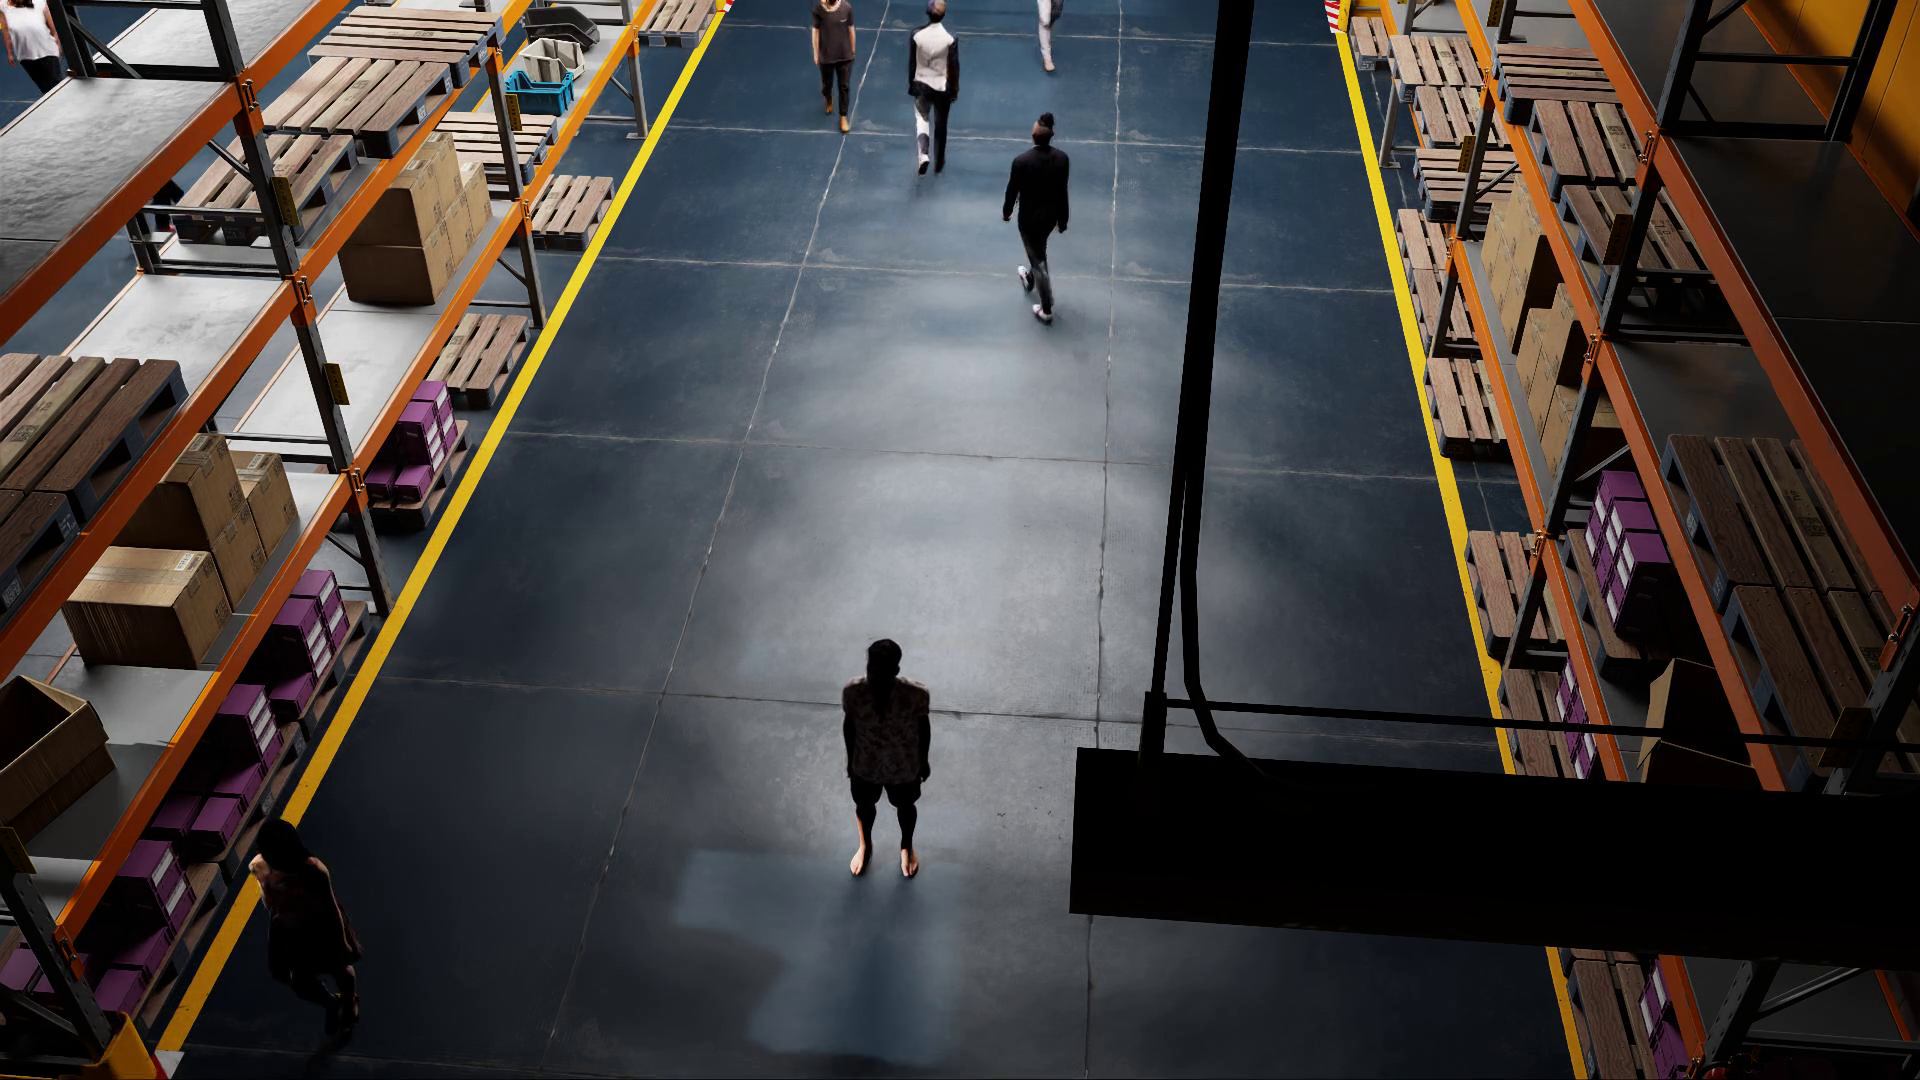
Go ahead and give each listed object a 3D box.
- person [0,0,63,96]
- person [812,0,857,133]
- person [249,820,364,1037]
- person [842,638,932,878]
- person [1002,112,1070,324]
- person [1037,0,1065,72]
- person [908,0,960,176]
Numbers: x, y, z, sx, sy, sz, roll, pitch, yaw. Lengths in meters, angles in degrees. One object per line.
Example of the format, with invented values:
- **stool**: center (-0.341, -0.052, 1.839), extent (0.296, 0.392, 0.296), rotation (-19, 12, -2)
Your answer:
- **person**: center (-10.104, -5.362, 18.217), extent (0.876, 1.649, 1.154), rotation (-7, 39, -9)
- **person**: center (-1.367, -5.350, 18.163), extent (0.739, 1.699, 0.931), rotation (-6, 39, -7)
- **person**: center (-3.437, 2.035, 8.869), extent (0.647, 1.758, 0.730), rotation (2, 39, 2)
- **person**: center (-0.435, 1.255, 9.800), extent (0.651, 1.815, 0.547), rotation (3, 39, 4)
- **person**: center (0.741, -2.837, 14.845), extent (1.047, 1.912, 1.220), rotation (-17, 42, -20)
- **person**: center (1.038, -6.548, 19.537), extent (0.925, 1.857, 1.322), rotation (-8, 39, -10)
- **person**: center (-0.290, -4.617, 17.098), extent (0.689, 1.883, 0.886), rotation (4, 39, 5)
